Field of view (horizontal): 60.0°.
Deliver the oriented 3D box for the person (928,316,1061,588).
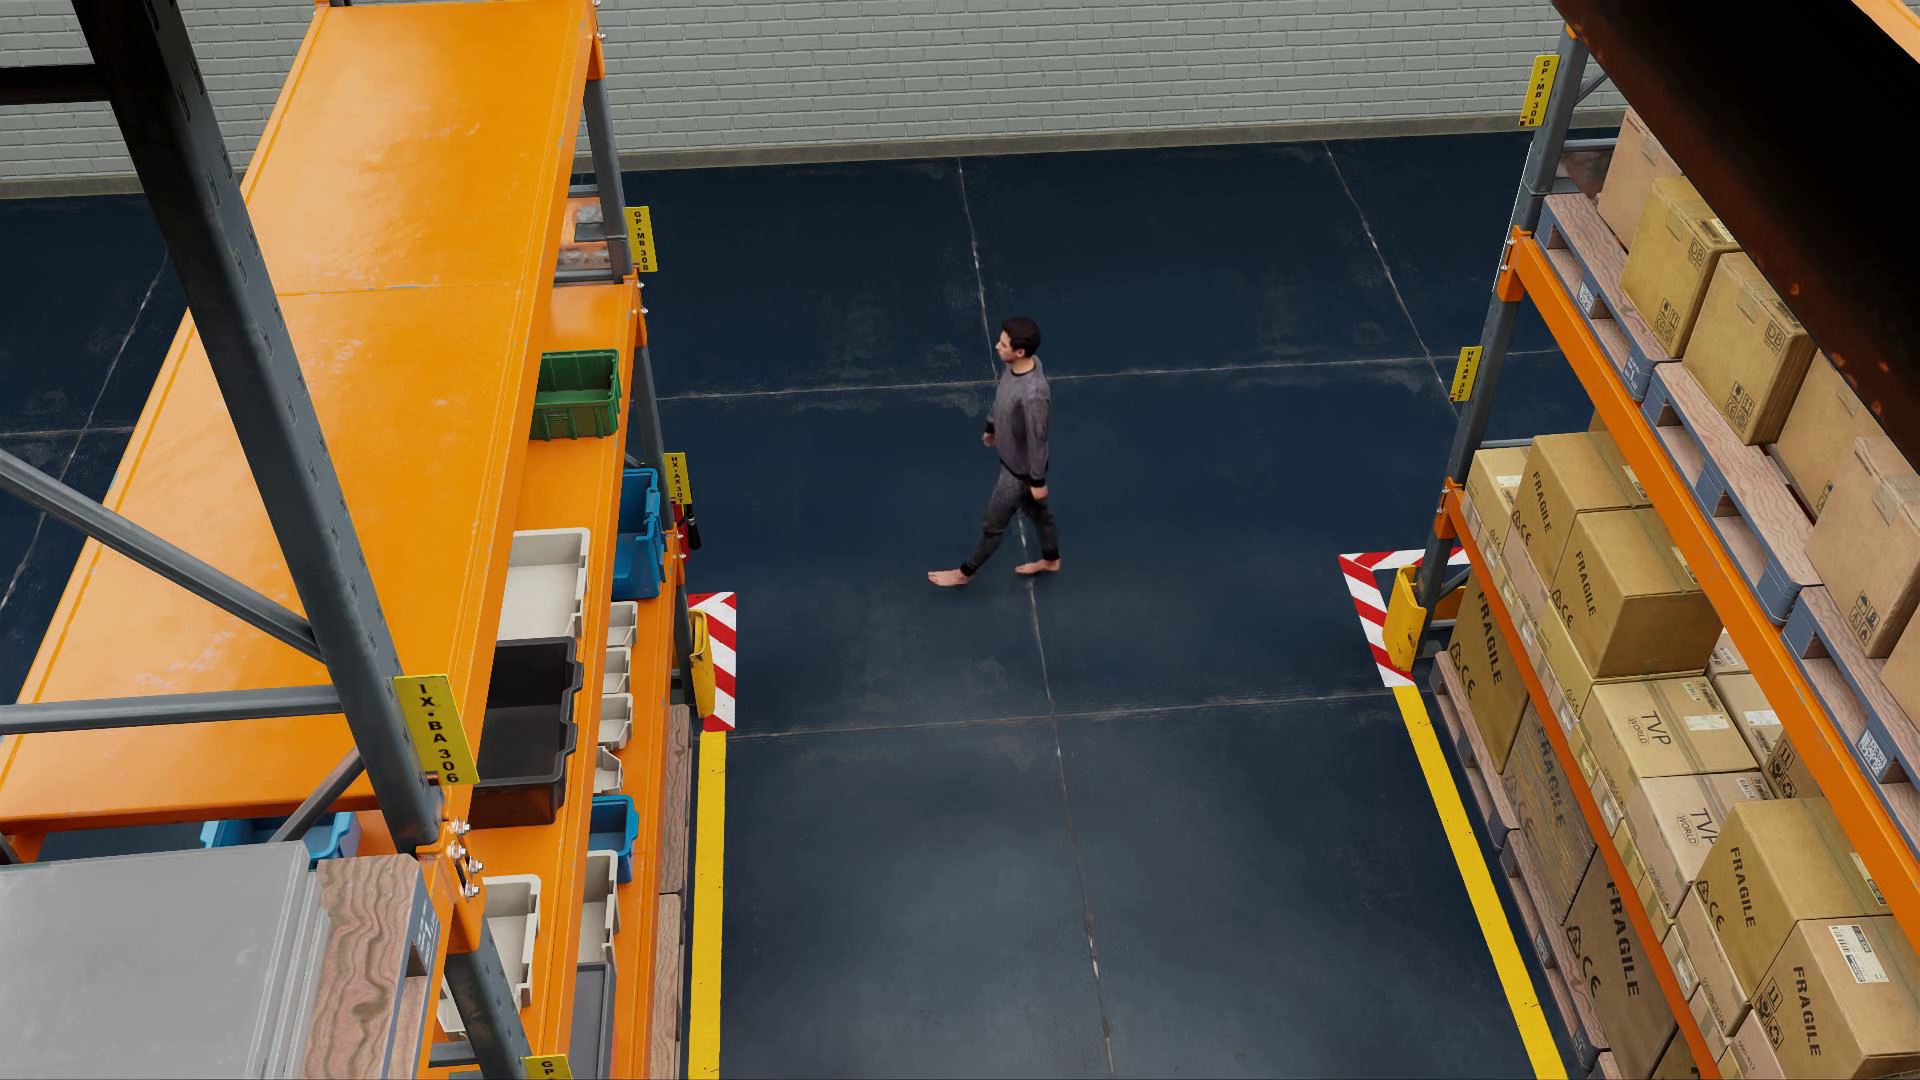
[{"bbox_3d":[0.431,-0.458,9.264,0.773,1.814,0.936,-4,43,-4],"label":"person"}]
